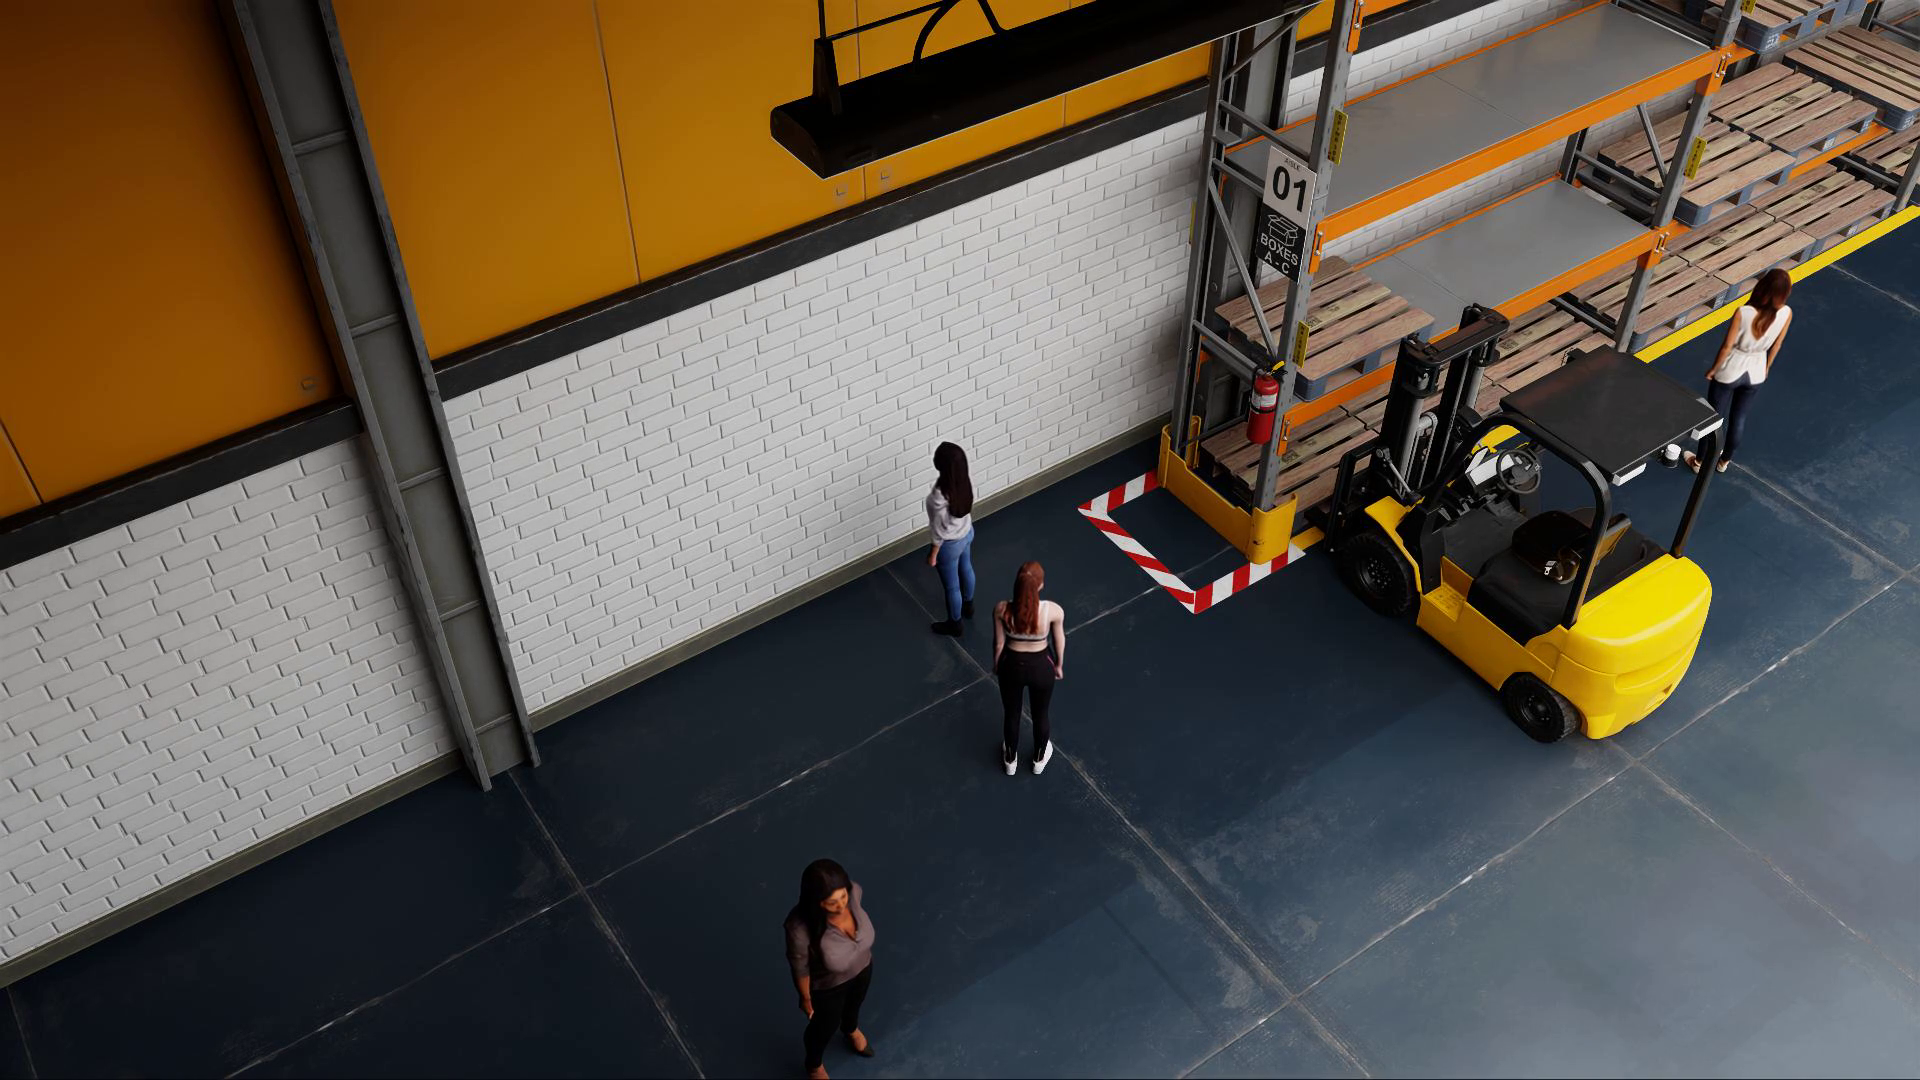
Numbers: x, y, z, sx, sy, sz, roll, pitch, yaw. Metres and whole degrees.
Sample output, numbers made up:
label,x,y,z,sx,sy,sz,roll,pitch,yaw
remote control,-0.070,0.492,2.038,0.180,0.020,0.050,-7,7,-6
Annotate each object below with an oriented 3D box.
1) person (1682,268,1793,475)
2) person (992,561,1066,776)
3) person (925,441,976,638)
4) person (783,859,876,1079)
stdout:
label,x,y,z,sx,sy,sz,roll,pitch,yaw
person,5.729,-1.215,12.202,0.641,1.785,0.724,2,44,2
person,0.403,0.791,10.127,0.639,1.742,0.718,3,44,3
person,-0.039,-0.010,11.048,0.736,1.633,0.604,20,47,20
person,-0.657,2.225,8.550,0.771,1.841,0.622,30,51,28
